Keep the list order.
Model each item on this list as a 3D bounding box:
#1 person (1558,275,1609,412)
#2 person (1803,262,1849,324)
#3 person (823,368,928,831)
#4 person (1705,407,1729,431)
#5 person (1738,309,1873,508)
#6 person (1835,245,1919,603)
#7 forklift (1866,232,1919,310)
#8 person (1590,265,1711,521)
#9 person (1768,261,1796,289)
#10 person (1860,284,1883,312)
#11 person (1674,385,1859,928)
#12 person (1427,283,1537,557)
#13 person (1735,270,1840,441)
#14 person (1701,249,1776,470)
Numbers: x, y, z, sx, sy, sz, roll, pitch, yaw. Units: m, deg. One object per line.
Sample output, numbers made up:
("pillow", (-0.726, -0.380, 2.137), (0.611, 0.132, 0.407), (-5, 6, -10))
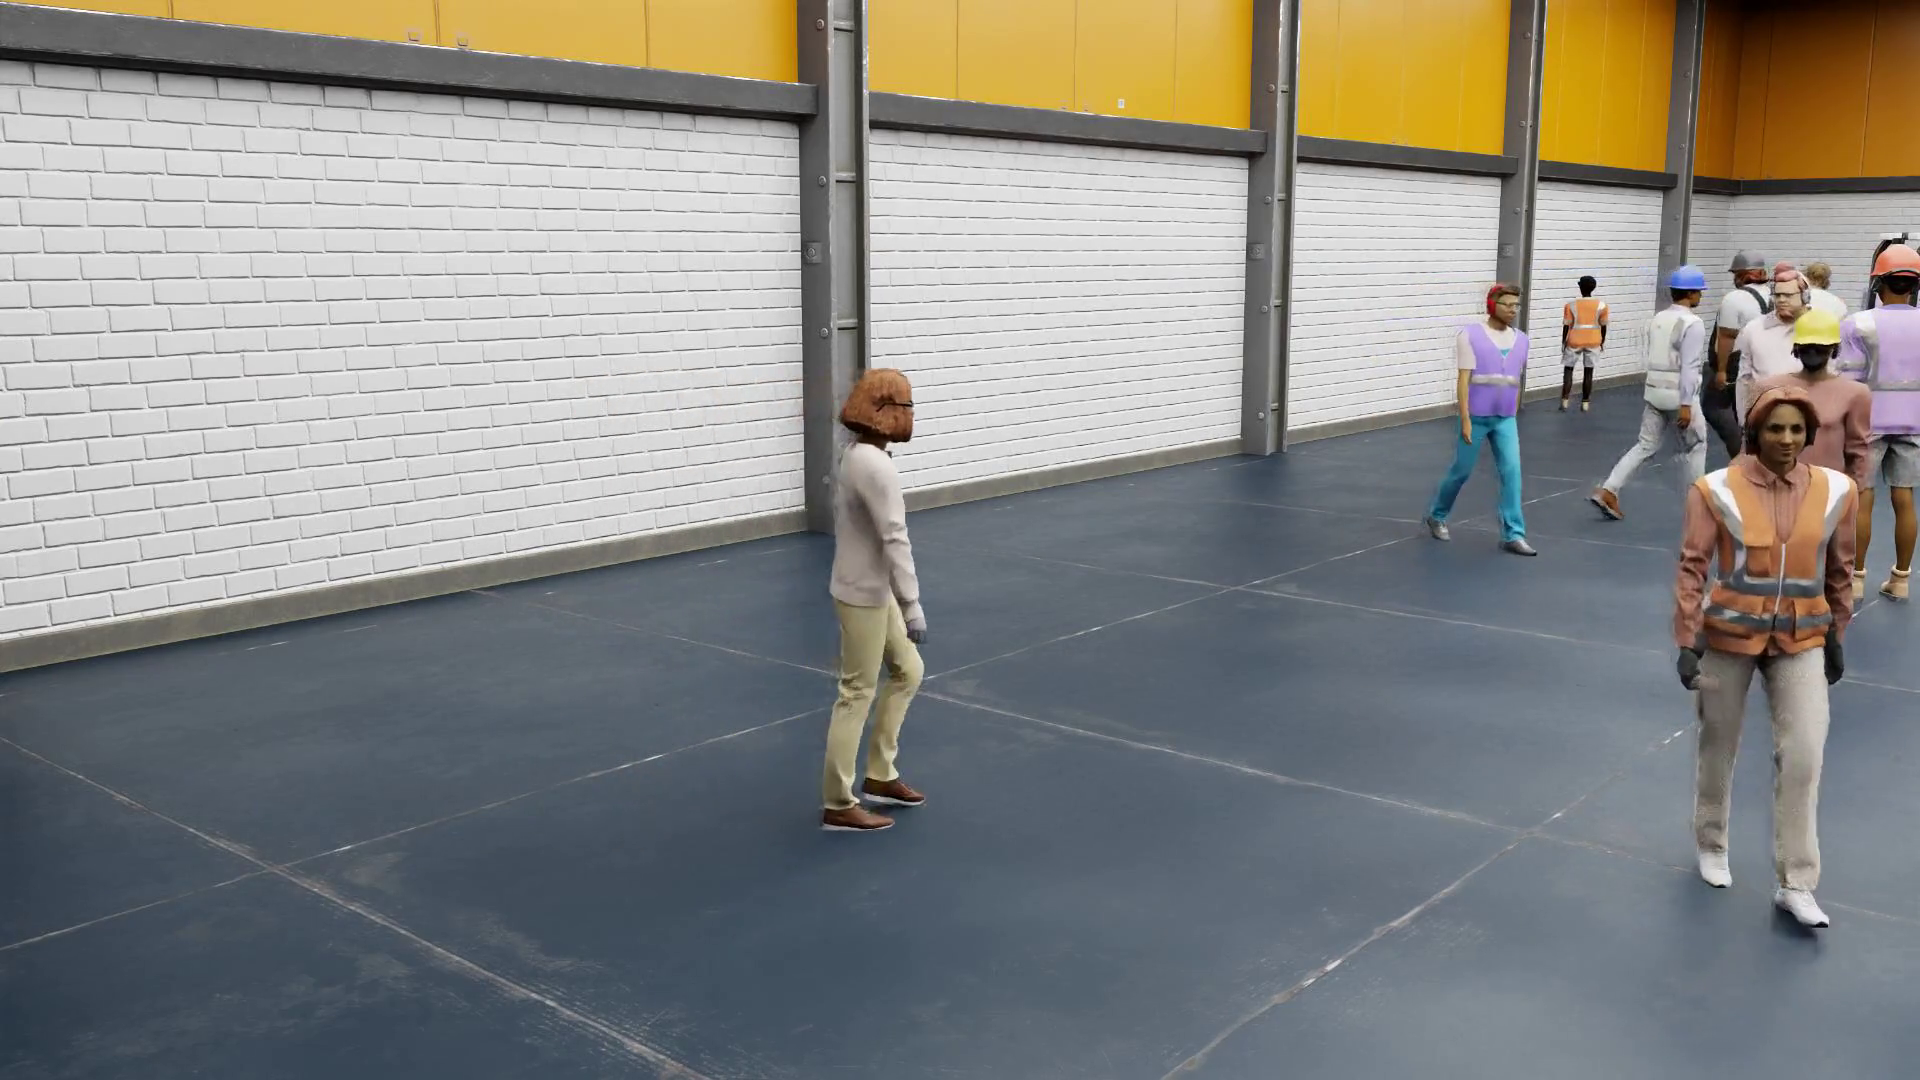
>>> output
("person", (7.725, -2.421, 20.583), (0.553, 1.697, 0.374), (3, 10, 14))
("person", (7.463, -1.467, 14.573), (0.673, 1.900, 0.476), (-3, 10, -17))
("person", (-0.260, 0.219, 5.780), (0.534, 1.618, 0.519), (-2, 10, -9))
("person", (7.532, -1.601, 16.170), (0.503, 1.594, 0.826), (-5, 11, -27))
("person", (3.946, -0.205, 7.846), (0.533, 1.738, 0.790), (8, 12, 37))
("person", (5.276, -0.652, 9.511), (0.605, 2.044, 0.374), (1, 10, 5))
("forklift", (9.955, -1.972, 16.595), (2.313, 2.155, 1.214), (1, 10, 8))
("person", (5.182, -1.062, 12.252), (0.950, 1.914, 0.624), (-2, 10, -10))
("person", (8.445, -1.931, 17.237), (0.716, 1.887, 0.512), (4, 11, 24))
("person", (11.712, -2.608, 21.119), (0.668, 1.876, 0.812), (9, 13, 41))
("person", (2.454, 0.347, 5.050), (0.539, 1.609, 0.755), (2, 10, 10))
("person", (3.541, -0.835, 11.248), (0.583, 1.807, 0.943), (-3, 10, -17))
("person", (5.289, -0.770, 10.632), (0.648, 1.887, 0.498), (7, 12, 37))
("person", (6.804, -1.530, 14.514), (0.694, 2.000, 0.537), (-5, 11, -25))
